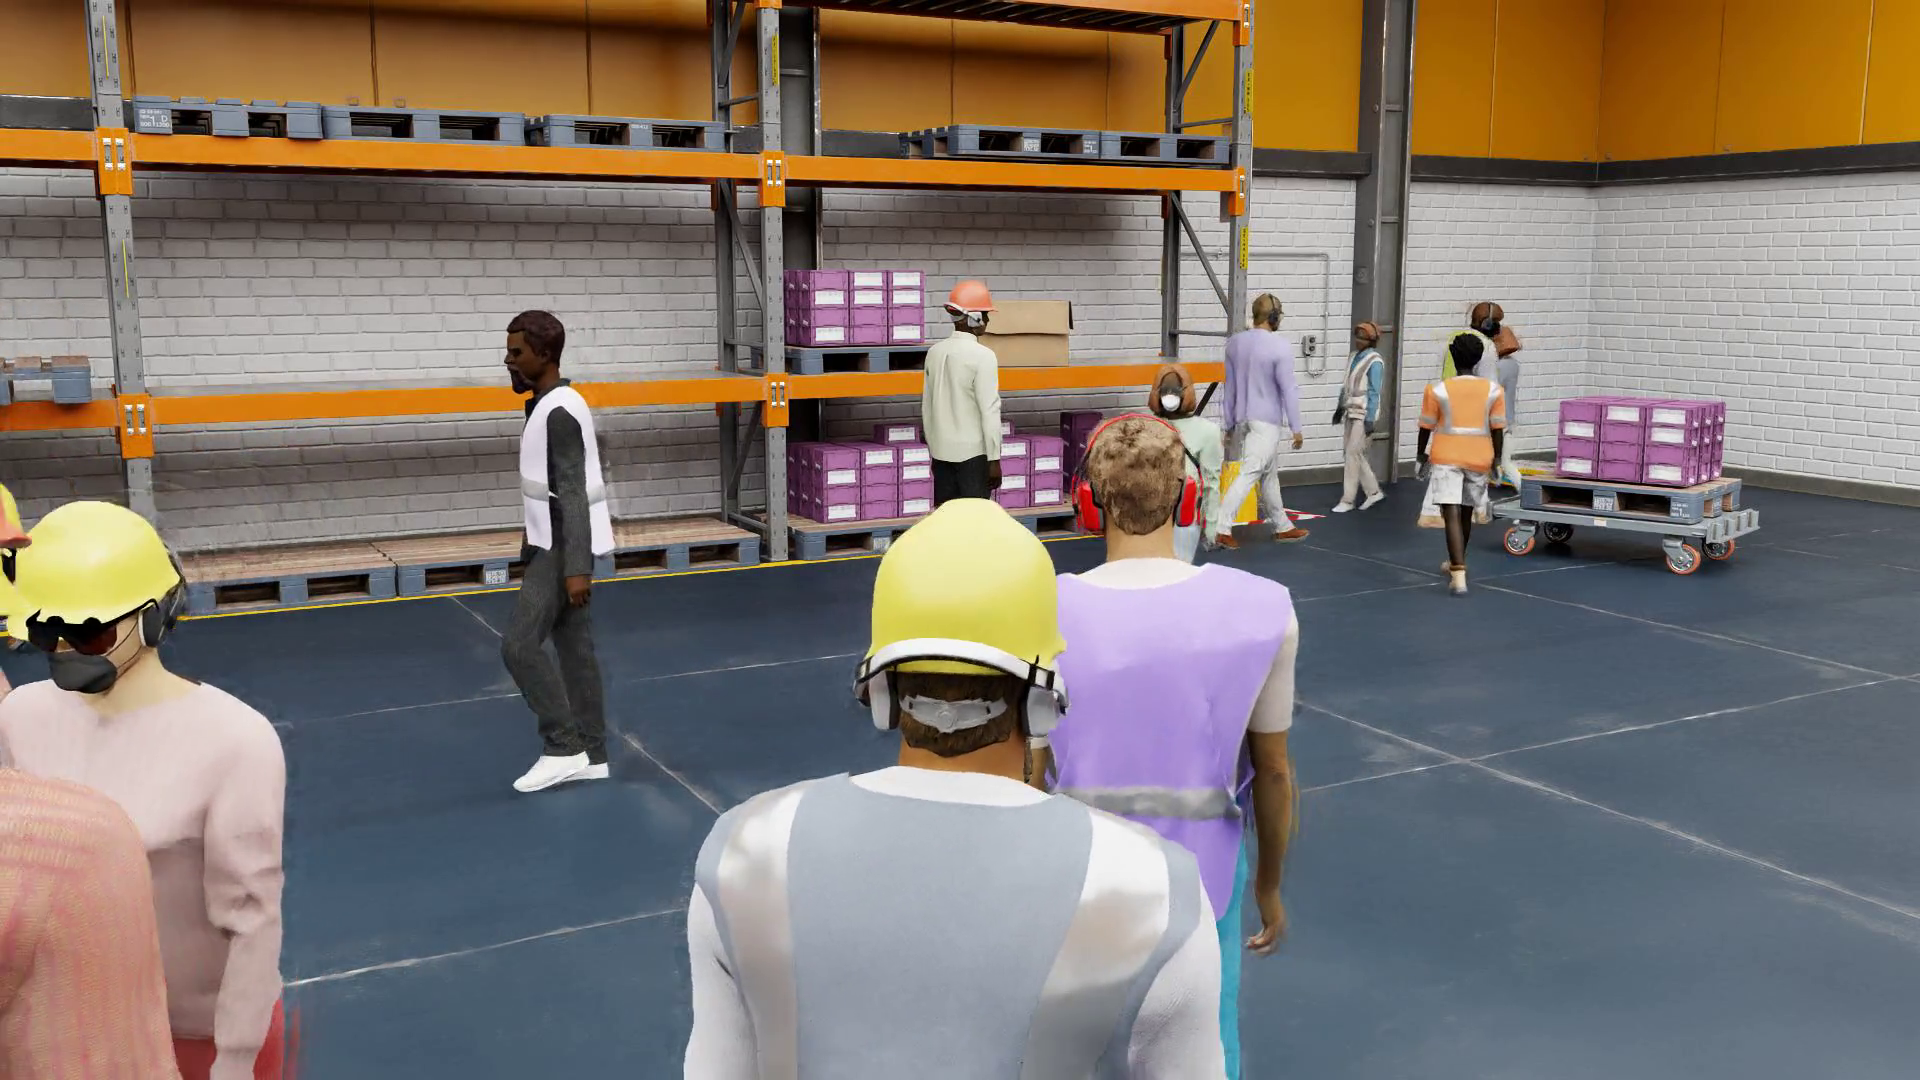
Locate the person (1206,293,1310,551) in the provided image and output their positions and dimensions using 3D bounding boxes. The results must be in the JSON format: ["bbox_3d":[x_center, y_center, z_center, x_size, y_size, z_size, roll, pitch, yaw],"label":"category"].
[{"bbox_3d":[2.199,-0.863,12.221,1.033,1.890,0.651,-5,11,-30],"label":"person"}]

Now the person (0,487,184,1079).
[{"bbox_3d":[-1.003,0.836,1.576,0.650,1.976,0.537,2,9,11],"label":"person"}]

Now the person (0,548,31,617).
[{"bbox_3d":[-1.337,0.800,2.090,0.745,1.872,0.612,-2,9,-10],"label":"person"}]

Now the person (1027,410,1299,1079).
[{"bbox_3d":[0.336,0.675,3.063,0.559,1.822,0.858,1,9,6],"label":"person"}]

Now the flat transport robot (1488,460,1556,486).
[{"bbox_3d":[5.433,-0.592,15.466,0.652,0.197,1.431,-8,12,-40],"label":"flat transport robot"}]

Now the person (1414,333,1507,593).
[{"bbox_3d":[3.220,-0.503,10.724,0.545,1.651,0.866,0,9,2],"label":"person"}]

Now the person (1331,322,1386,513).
[{"bbox_3d":[3.379,-1.032,14.042,0.496,1.612,0.595,-2,9,-9],"label":"person"}]

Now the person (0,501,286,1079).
[{"bbox_3d":[-1.332,0.787,2.657,0.538,1.705,0.925,2,9,10],"label":"person"}]

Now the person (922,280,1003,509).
[{"bbox_3d":[0.040,-0.510,9.726,0.396,1.992,0.623,-8,12,-39],"label":"person"}]

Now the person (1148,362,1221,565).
[{"bbox_3d":[1.068,-0.100,8.372,0.504,1.609,0.736,4,10,24],"label":"person"}]

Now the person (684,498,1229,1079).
[{"bbox_3d":[0.026,0.844,2.018,0.627,1.808,0.703,2,10,14],"label":"person"}]

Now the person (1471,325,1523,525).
[{"bbox_3d":[4.342,-0.918,13.364,0.690,1.610,0.521,7,12,38],"label":"person"}]

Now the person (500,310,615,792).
[{"bbox_3d":[-1.649,0.052,6.572,0.556,1.899,0.630,-3,10,-18],"label":"person"}]

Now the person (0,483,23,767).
[{"bbox_3d":[-1.900,0.720,3.003,0.675,1.736,0.556,-4,10,-21],"label":"person"}]

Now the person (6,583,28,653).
[{"bbox_3d":[-5.303,-0.276,8.579,0.901,1.916,0.635,-5,10,-27],"label":"person"}]

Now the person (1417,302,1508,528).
[{"bbox_3d":[4.058,-0.978,13.178,0.912,1.795,0.656,0,9,-3],"label":"person"}]
